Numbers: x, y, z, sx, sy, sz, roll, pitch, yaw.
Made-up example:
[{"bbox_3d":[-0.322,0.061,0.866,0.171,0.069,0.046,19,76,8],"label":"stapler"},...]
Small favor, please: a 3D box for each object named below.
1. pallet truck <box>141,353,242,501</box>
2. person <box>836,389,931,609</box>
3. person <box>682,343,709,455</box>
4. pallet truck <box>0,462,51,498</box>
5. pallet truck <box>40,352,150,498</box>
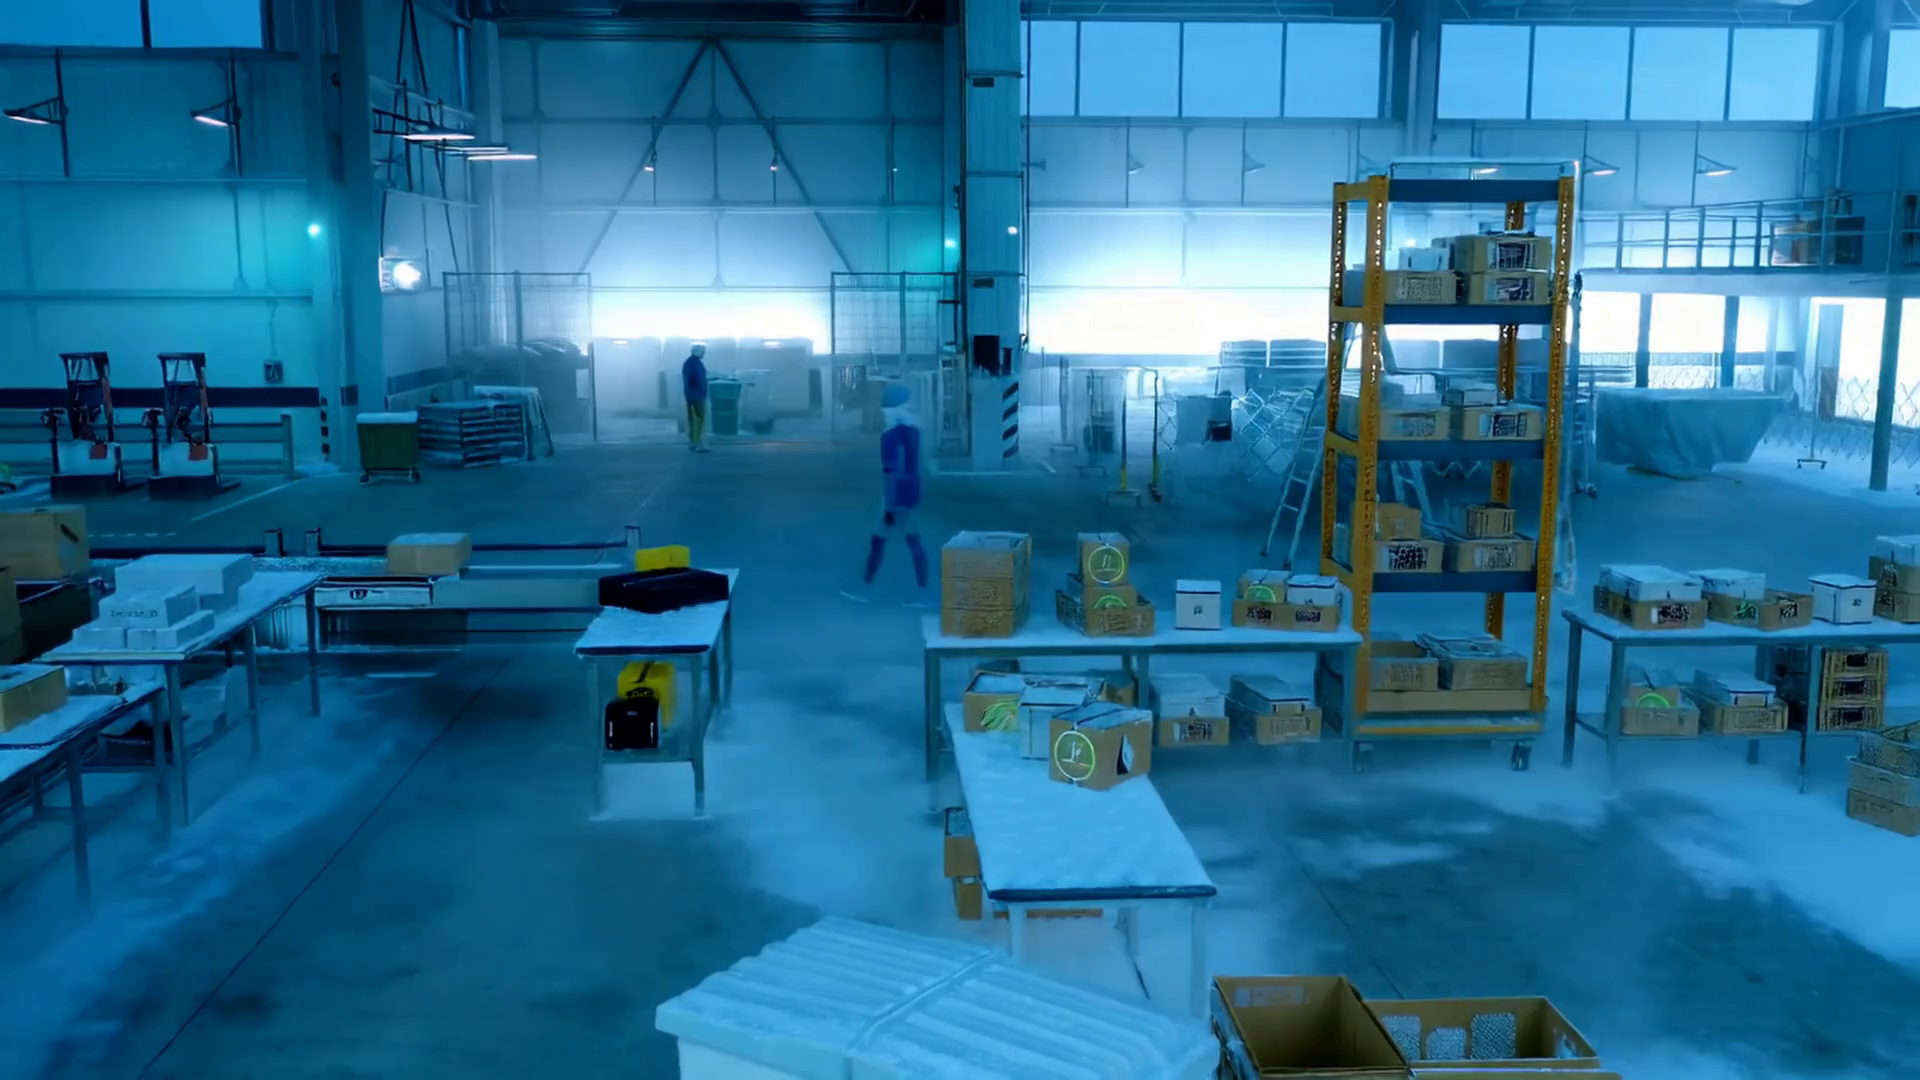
[{"bbox_3d":[-10.520,-1.604,22.925,0.823,1.965,1.885,-1,9,-6],"label":"pallet truck"},{"bbox_3d":[-0.661,-0.378,15.210,0.994,1.996,0.642,5,10,30],"label":"person"},{"bbox_3d":[-4.481,-2.393,28.233,0.397,1.888,0.664,-5,10,-30],"label":"person"},{"bbox_3d":[-13.193,-1.293,23.148,0.653,1.274,1.630,-1,9,-4],"label":"pallet truck"},{"bbox_3d":[-11.907,-1.642,23.165,0.823,1.965,1.885,0,9,0],"label":"pallet truck"}]
